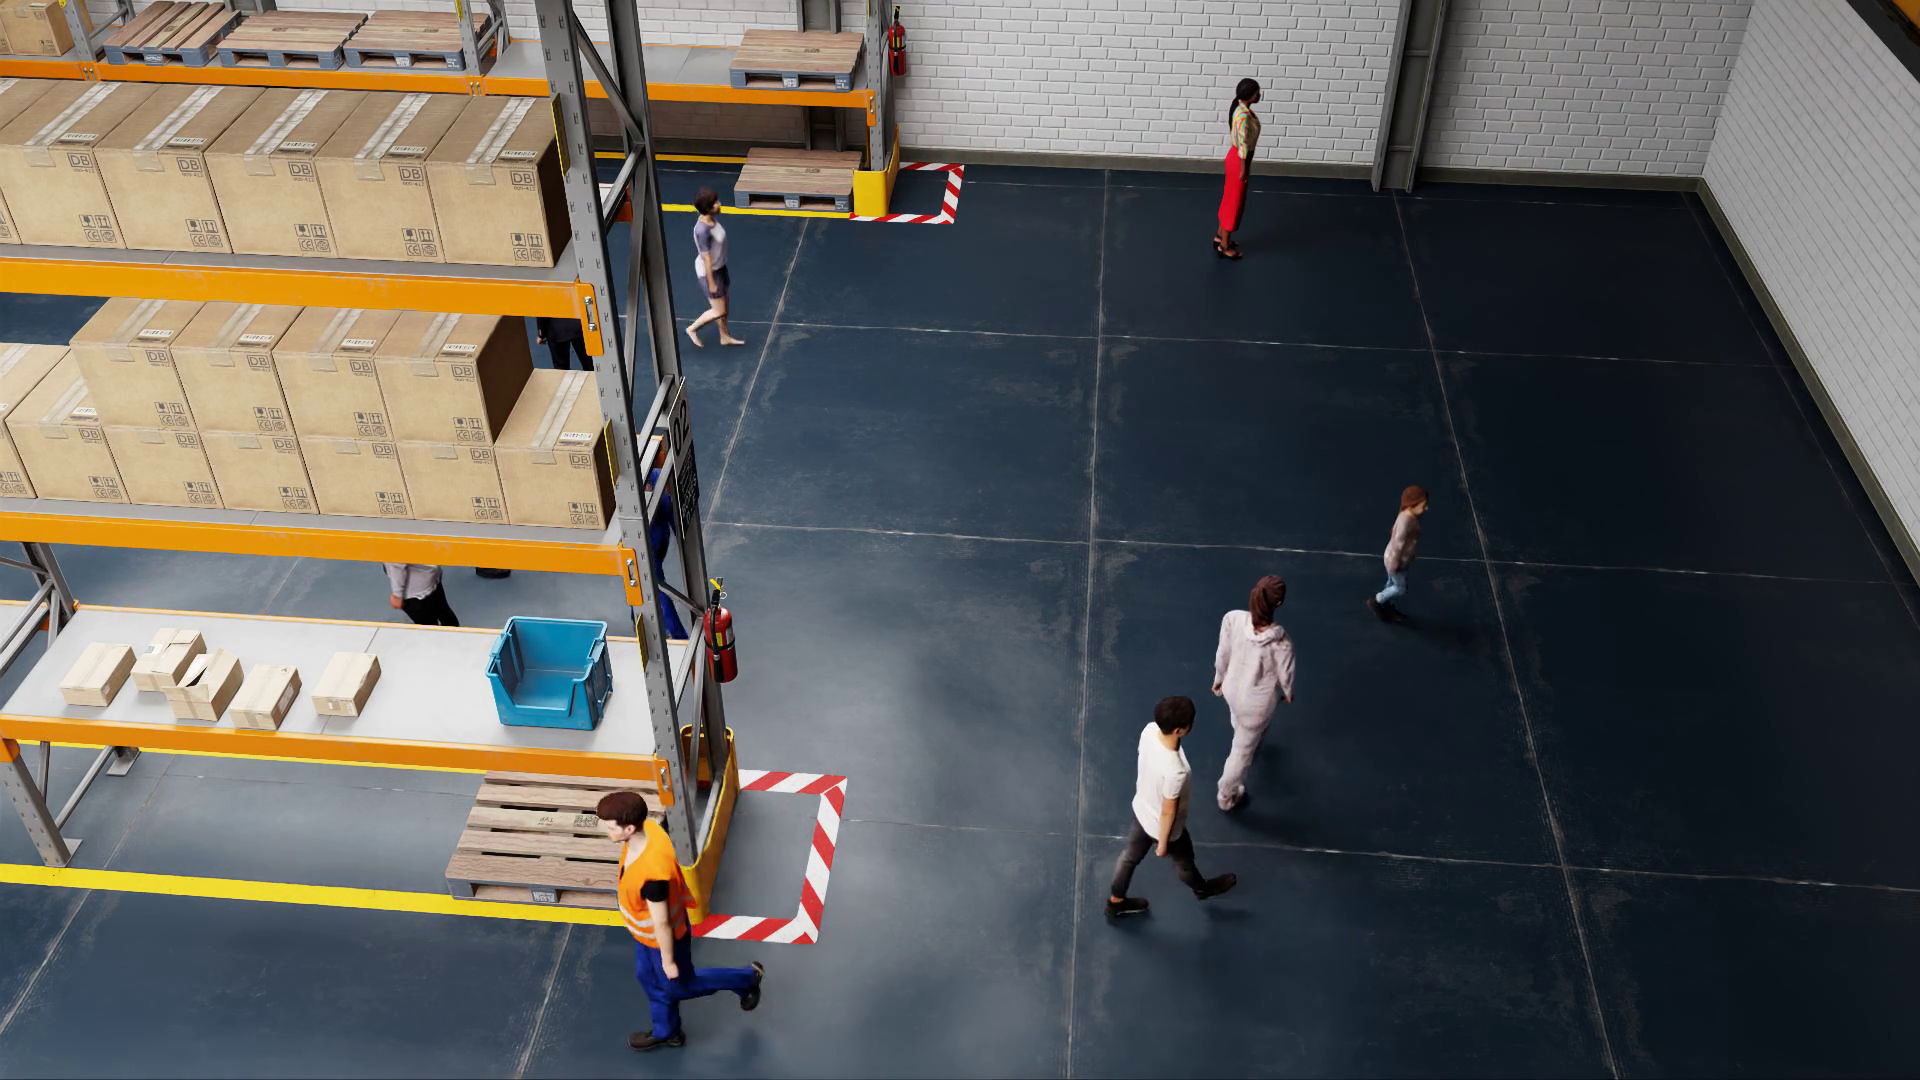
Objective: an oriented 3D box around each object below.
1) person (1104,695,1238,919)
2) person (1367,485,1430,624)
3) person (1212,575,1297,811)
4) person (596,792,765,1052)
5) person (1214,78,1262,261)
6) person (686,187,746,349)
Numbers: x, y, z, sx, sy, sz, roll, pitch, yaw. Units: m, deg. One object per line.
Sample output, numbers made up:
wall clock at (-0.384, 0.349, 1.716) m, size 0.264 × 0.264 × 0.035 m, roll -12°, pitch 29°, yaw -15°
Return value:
person at (1.069, 1.570, 9.509) m, size 1.142 × 1.690 × 0.917 m, roll -11°, pitch 40°, yaw -14°
person at (3.069, 0.092, 11.761) m, size 0.621 × 1.189 × 0.580 m, roll 18°, pitch 42°, yaw 21°
person at (1.744, 0.986, 10.274) m, size 1.060 × 1.648 × 1.062 m, roll 29°, pitch 47°, yaw 31°
person at (-1.500, 2.019, 8.819) m, size 1.162 × 1.849 × 0.982 m, roll -14°, pitch 41°, yaw -17°
person at (2.640, -3.538, 15.823) m, size 0.560 × 1.792 × 0.618 m, roll -1°, pitch 39°, yaw -1°
person at (-2.219, -2.352, 14.527) m, size 0.716 × 1.555 × 0.576 m, roll 2°, pitch 39°, yaw 2°
